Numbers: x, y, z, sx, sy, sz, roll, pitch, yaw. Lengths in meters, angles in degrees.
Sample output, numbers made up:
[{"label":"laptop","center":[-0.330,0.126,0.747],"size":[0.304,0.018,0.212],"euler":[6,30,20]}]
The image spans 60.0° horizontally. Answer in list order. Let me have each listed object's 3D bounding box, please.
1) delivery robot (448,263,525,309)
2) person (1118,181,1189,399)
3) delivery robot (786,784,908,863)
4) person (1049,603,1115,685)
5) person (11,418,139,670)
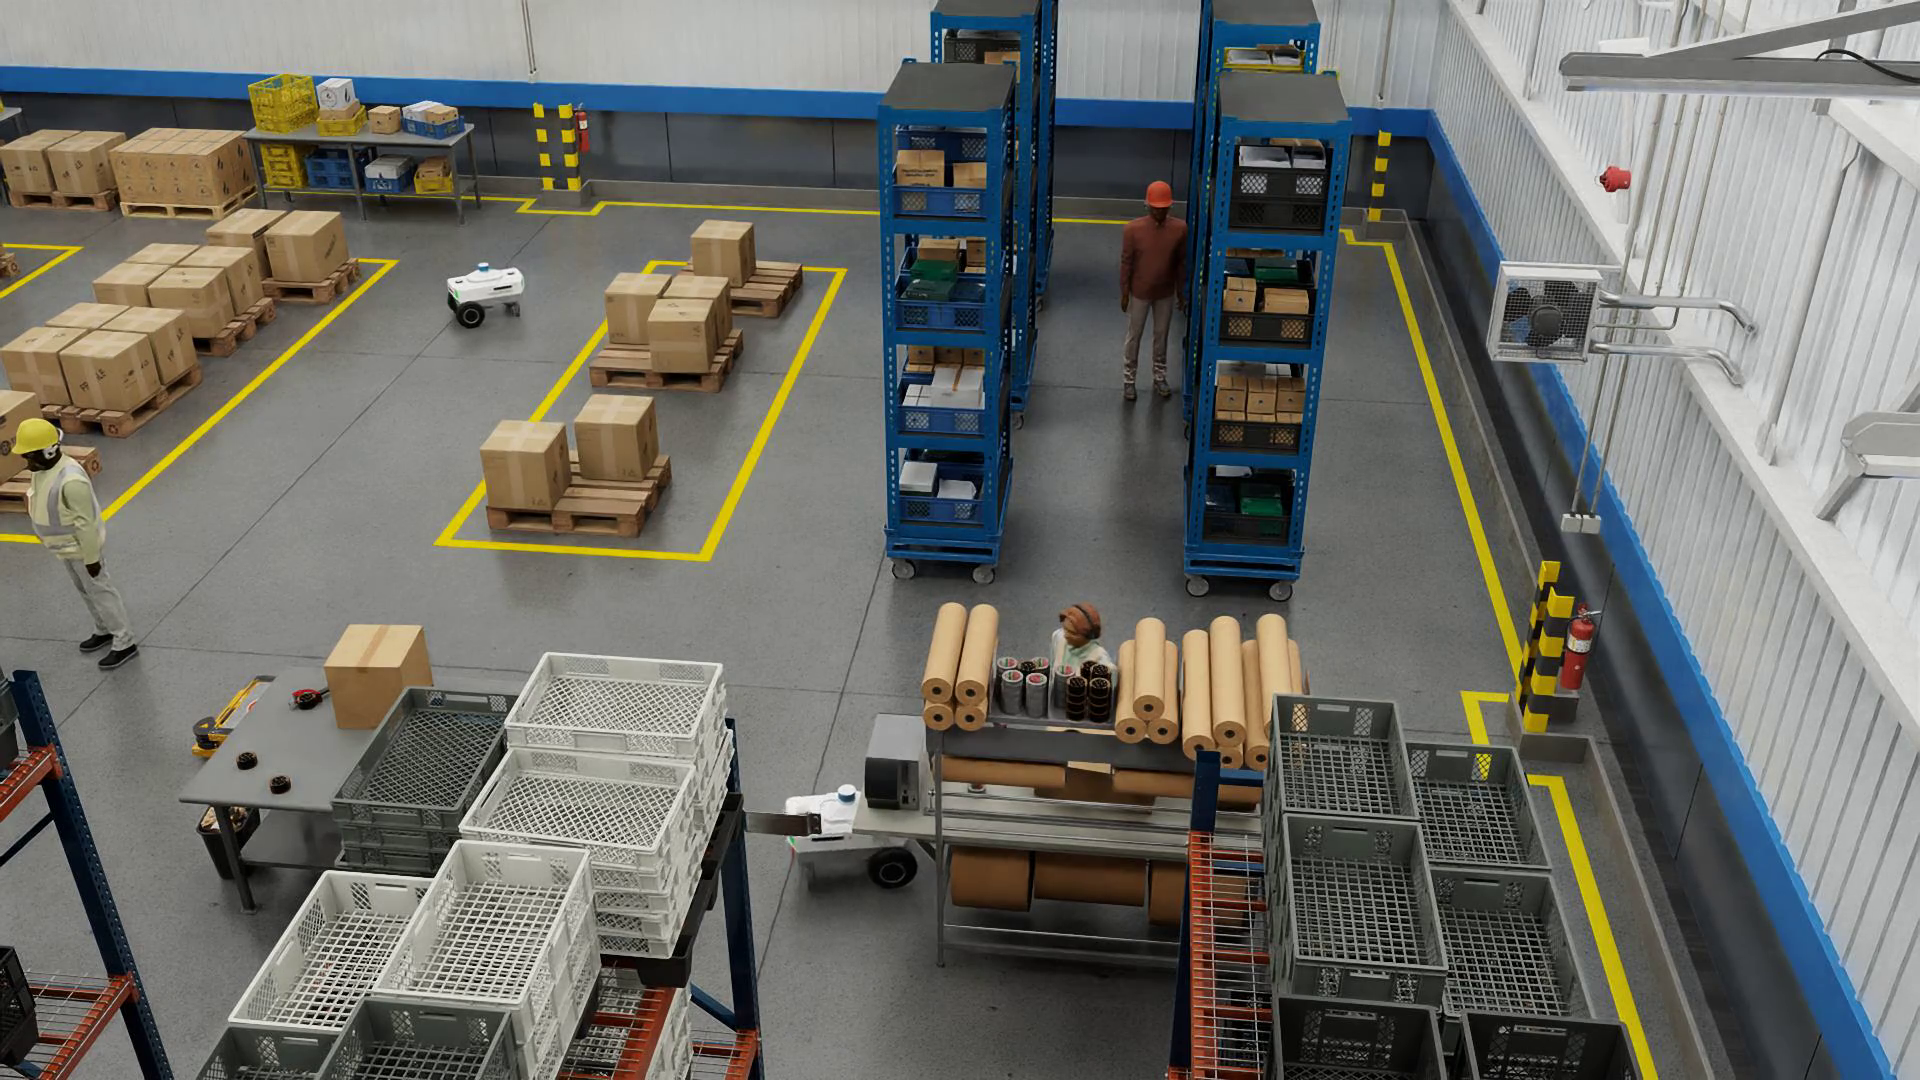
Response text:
[{"label":"delivery robot","center":[-4.724,-2.526,16.615],"size":[0.707,0.478,0.477],"euler":[-14,33,-22]},{"label":"person","center":[1.709,-2.215,14.750],"size":[0.617,1.994,0.381],"euler":[-6,31,-10]},{"label":"delivery robot","center":[-0.639,1.615,9.501],"size":[0.707,0.478,0.477],"euler":[-3,30,-4]},{"label":"person","center":[0.675,1.052,9.495],"size":[0.311,1.633,0.518],"euler":[-20,36,-30]},{"label":"person","center":[-5.924,0.006,11.103],"size":[0.589,1.824,0.403],"euler":[26,39,37]}]
